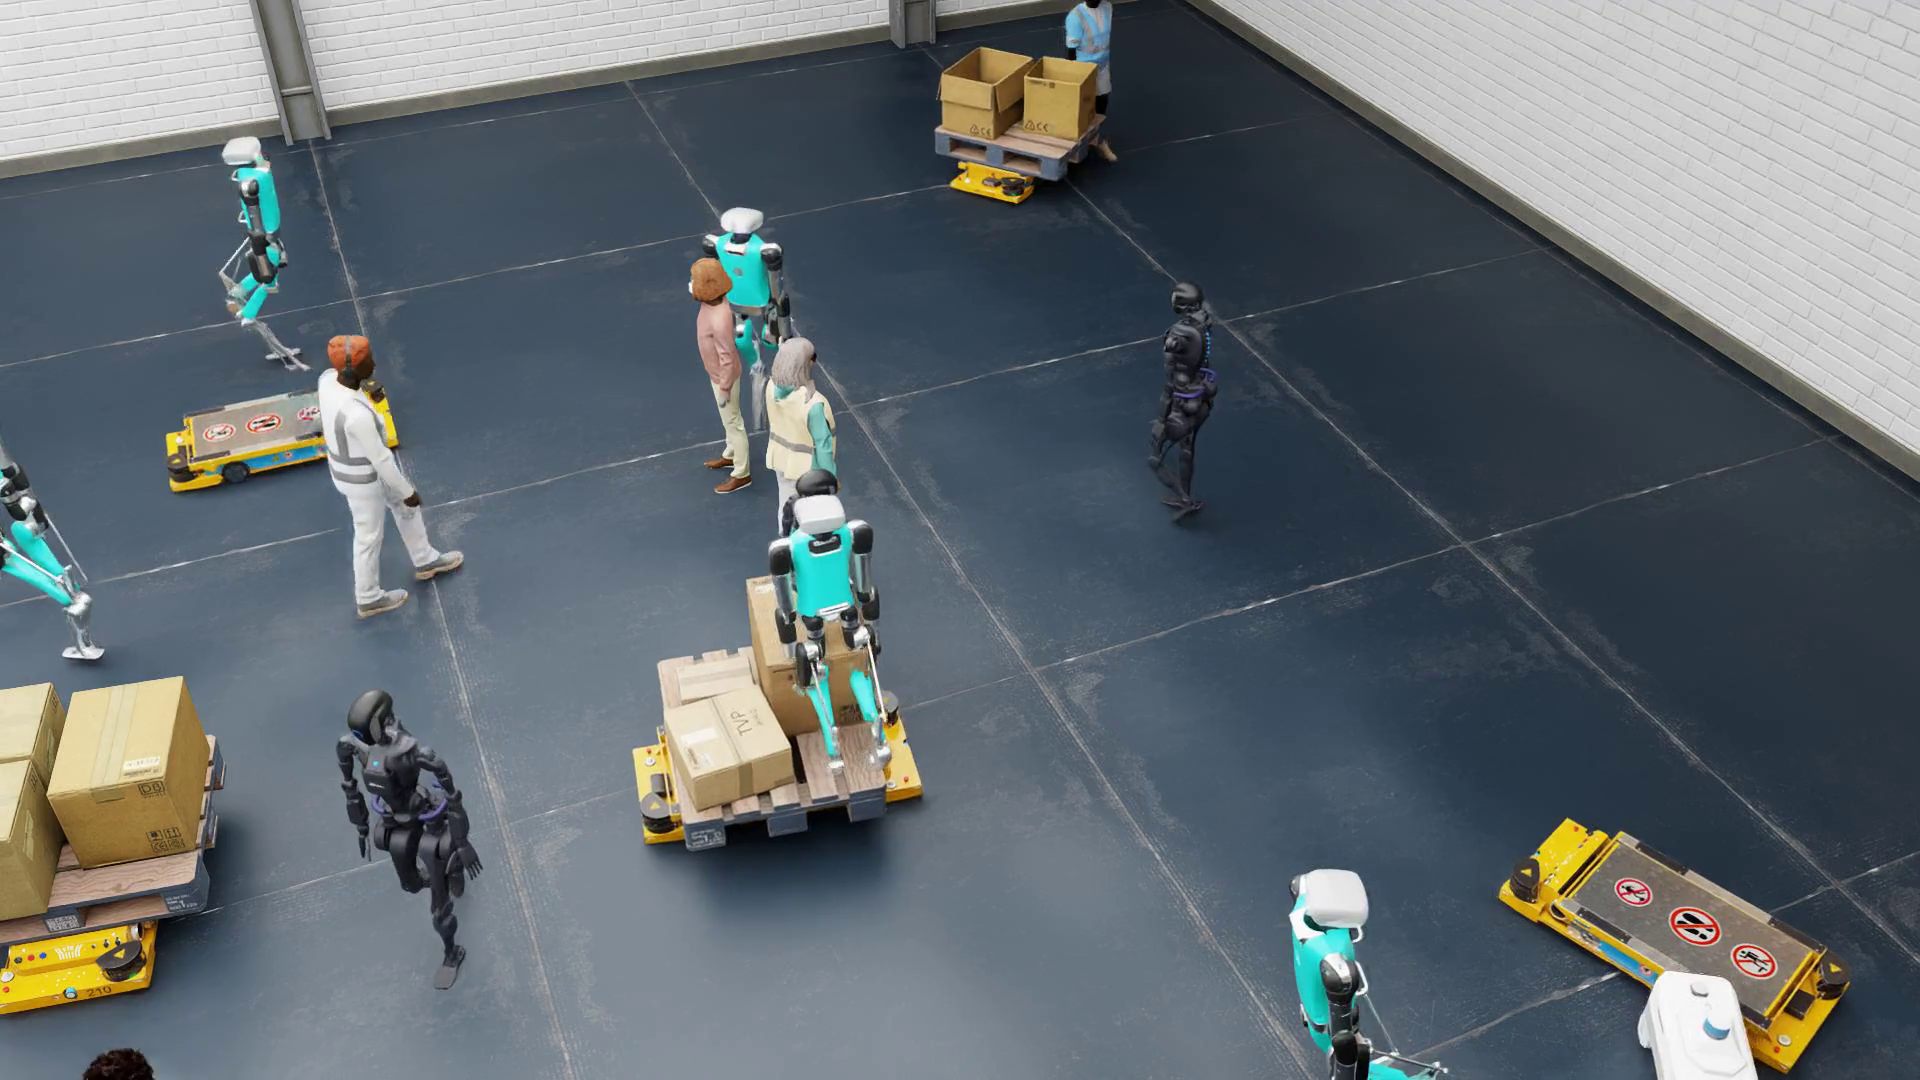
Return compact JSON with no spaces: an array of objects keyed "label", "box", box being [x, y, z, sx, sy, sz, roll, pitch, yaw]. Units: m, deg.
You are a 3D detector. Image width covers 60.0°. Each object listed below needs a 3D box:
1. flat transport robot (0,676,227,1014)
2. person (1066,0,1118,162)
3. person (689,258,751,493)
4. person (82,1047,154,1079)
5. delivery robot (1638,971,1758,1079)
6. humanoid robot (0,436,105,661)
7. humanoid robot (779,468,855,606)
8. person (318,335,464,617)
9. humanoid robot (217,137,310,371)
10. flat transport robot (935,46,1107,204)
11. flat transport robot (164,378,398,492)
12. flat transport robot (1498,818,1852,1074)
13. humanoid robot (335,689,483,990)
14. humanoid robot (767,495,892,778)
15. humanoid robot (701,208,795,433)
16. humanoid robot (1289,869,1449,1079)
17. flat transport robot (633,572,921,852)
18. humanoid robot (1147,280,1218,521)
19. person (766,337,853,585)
[{"label":"flat transport robot","box":[-4.243,1.638,8.141,0.659,0.231,1.431,-9,38,-11]},{"label":"person","box":[1.103,-4.150,14.524,0.539,1.685,0.630,-28,46,-32]},{"label":"person","box":[-1.519,-1.045,10.511,0.285,1.633,0.498,-9,38,-11]},{"label":"person","box":[-2.701,2.415,5.779,0.593,1.904,0.967,12,39,15]},{"label":"delivery robot","box":[3.172,2.251,7.115,0.499,0.603,0.803,5,38,7]},{"label":"humanoid robot","box":[-5.023,0.034,9.064,0.756,1.827,0.530,9,38,12]},{"label":"humanoid robot","box":[-0.762,0.305,8.723,0.305,1.649,0.611,-27,45,-30]},{"label":"person","box":[-3.253,-0.390,9.473,0.822,1.855,0.588,-20,42,-24]},{"label":"humanoid robot","box":[-4.987,-1.938,11.572,0.686,1.774,0.552,-5,38,-7]},{"label":"flat transport robot","box":[0.539,-3.382,14.675,0.659,0.231,1.431,18,41,22]},{"label":"flat transport robot","box":[-4.577,-0.717,11.207,1.431,0.231,0.659,-14,40,-18]},{"label":"flat transport robot","box":[3.362,1.855,7.859,1.431,0.231,0.659,31,47,34]},{"label":"humanoid robot","box":[-2.423,1.249,7.508,0.609,1.639,0.650,7,38,10]},{"label":"humanoid robot","box":[-0.557,0.691,8.193,0.545,1.783,0.842,-15,40,-19]},{"label":"humanoid robot","box":[-1.283,-1.425,10.989,0.535,1.866,0.754,11,39,14]},{"label":"humanoid robot","box":[1.609,1.925,6.549,0.946,1.737,0.541,-4,38,-5]},{"label":"flat transport robot","box":[-0.971,1.184,8.733,1.431,0.231,0.659,-9,38,-11]},{"label":"humanoid robot","box":[1.394,-0.844,10.211,0.357,1.647,0.609,22,43,26]},{"label":"person","box":[-0.916,-0.399,9.609,0.463,1.709,0.366,29,46,32]}]
